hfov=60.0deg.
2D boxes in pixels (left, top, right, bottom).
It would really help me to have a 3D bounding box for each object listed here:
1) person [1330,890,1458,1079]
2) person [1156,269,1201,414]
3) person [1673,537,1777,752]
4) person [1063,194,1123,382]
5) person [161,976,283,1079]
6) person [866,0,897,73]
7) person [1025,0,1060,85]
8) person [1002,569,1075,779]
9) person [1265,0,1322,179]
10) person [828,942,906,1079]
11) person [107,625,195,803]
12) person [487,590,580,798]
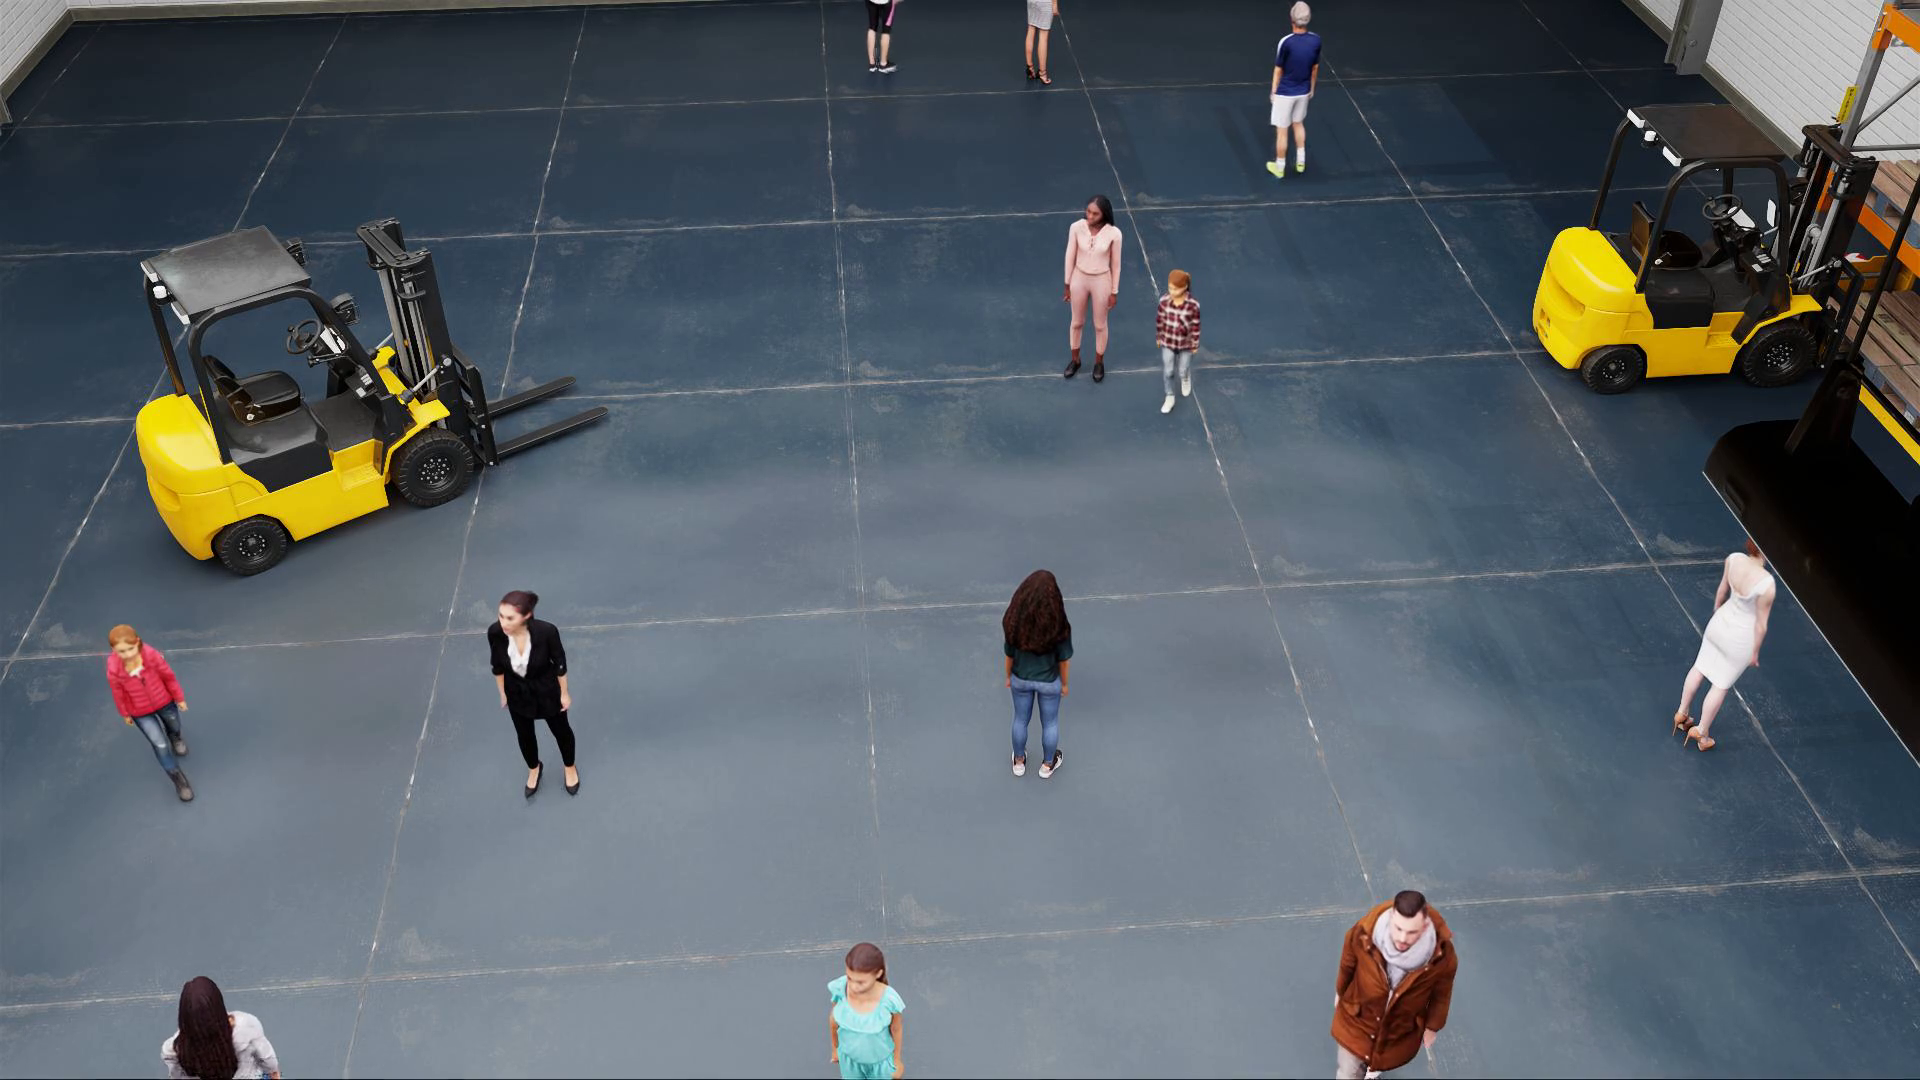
[{"bbox_3d":[2.133,2.348,8.369,0.961,1.808,1.220,9,40,11],"label":"person"},{"bbox_3d":[1.825,-1.693,13.843,0.680,1.292,0.773,13,40,15],"label":"person"},{"bbox_3d":[4.876,0.614,10.553,0.676,1.793,0.491,-12,40,-14],"label":"person"},{"bbox_3d":[1.117,-2.147,14.067,0.685,1.722,0.655,10,40,13],"label":"person"},{"bbox_3d":[-3.482,2.739,8.037,0.808,1.613,0.954,-18,42,-21],"label":"person"},{"bbox_3d":[-0.918,-6.272,19.195,0.706,1.768,0.659,19,42,22],"label":"person"},{"bbox_3d":[0.907,-6.103,18.940,0.741,1.822,0.654,-29,47,-31],"label":"person"},{"bbox_3d":[0.477,0.848,10.402,0.675,1.616,0.689,8,39,10],"label":"person"},{"bbox_3d":[3.406,-4.590,17.037,0.715,1.832,0.727,-12,40,-15],"label":"person"},{"bbox_3d":[-0.459,2.549,8.318,0.626,1.558,0.644,11,40,14],"label":"person"},{"bbox_3d":[-5.092,1.002,10.465,0.796,1.297,0.958,-24,44,-27],"label":"person"},{"bbox_3d":[-2.615,0.937,10.255,0.612,1.659,0.561,0,39,0],"label":"person"}]
